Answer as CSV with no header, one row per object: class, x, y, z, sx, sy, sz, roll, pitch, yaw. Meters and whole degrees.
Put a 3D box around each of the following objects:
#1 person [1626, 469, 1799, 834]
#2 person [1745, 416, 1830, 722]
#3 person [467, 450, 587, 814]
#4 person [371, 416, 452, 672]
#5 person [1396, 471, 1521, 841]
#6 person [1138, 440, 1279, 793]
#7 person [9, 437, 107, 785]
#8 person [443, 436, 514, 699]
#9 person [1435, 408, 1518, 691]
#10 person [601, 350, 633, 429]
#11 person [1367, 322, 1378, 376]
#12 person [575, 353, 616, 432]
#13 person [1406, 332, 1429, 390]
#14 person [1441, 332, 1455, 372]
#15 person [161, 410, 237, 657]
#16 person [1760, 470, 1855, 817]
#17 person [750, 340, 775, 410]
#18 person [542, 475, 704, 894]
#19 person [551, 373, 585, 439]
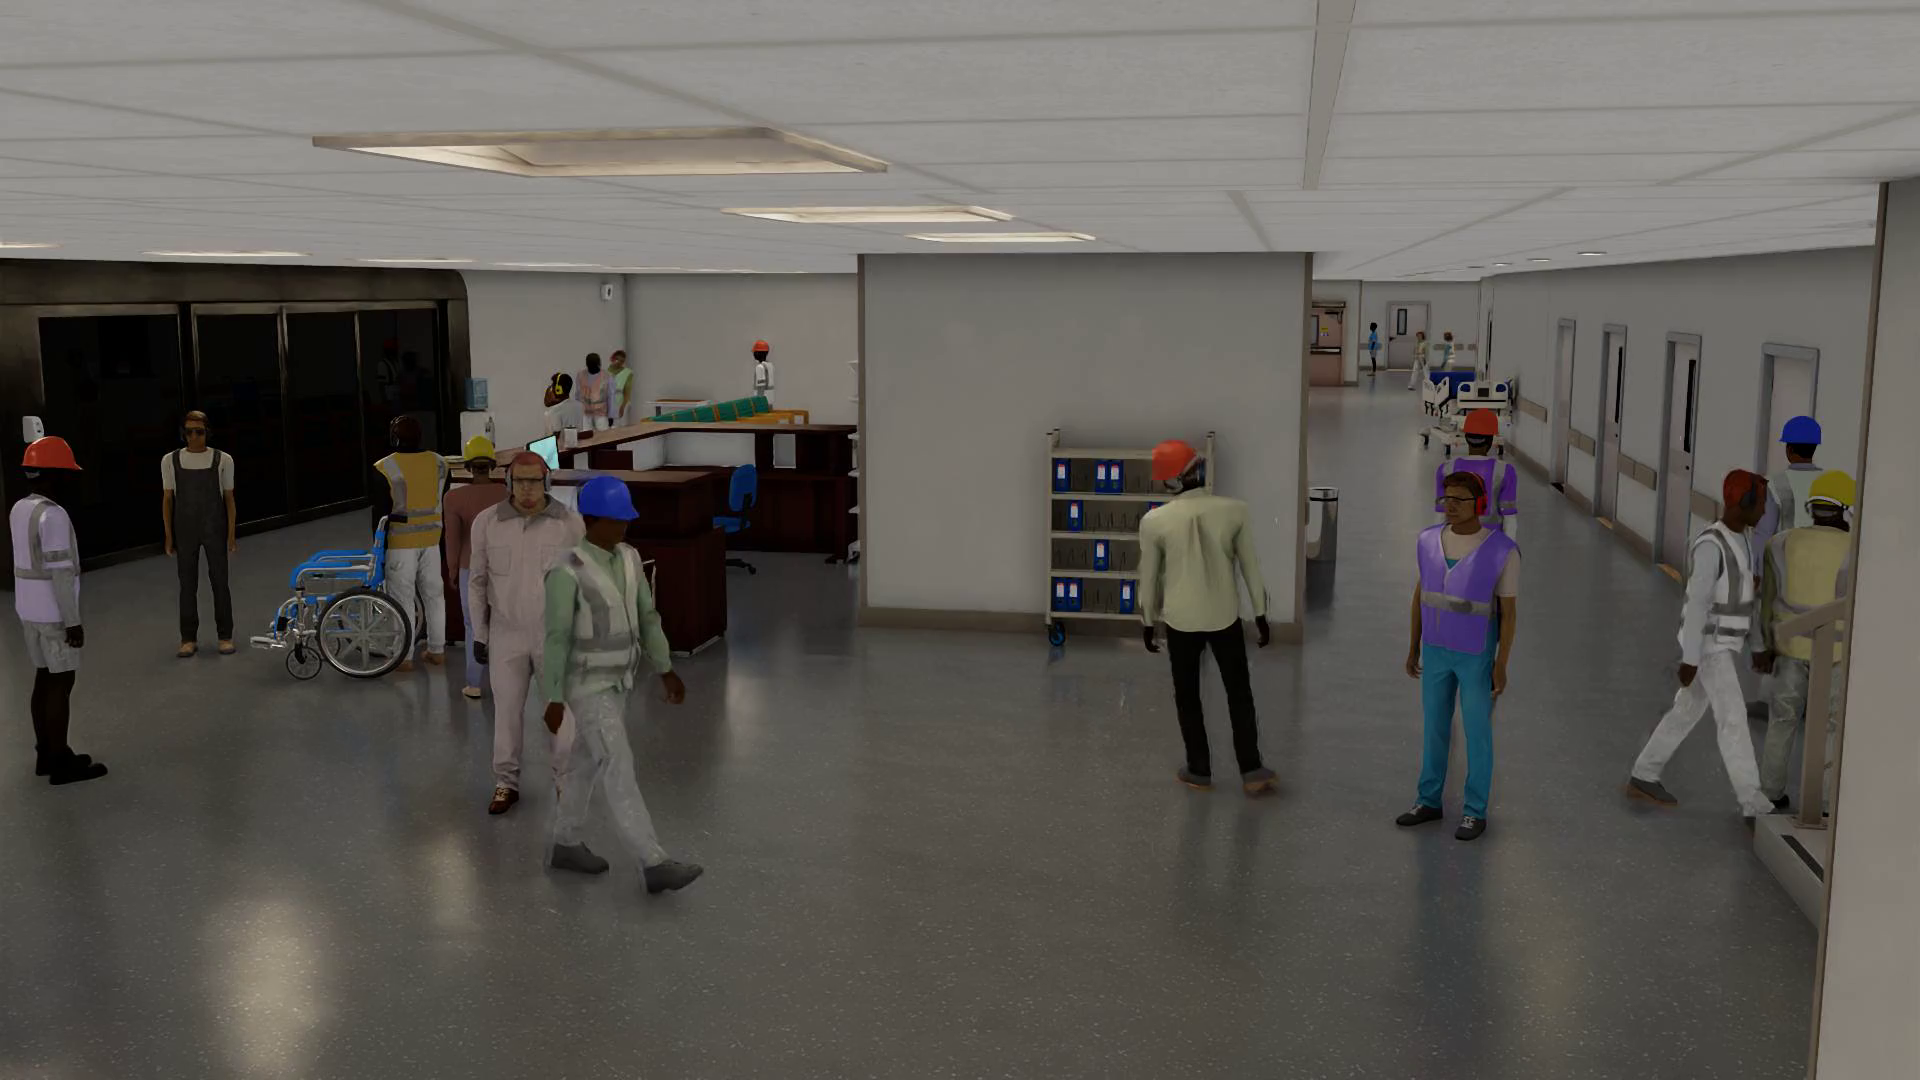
person,3.926,0.546,8.609,0.957,1.828,0.587,7,11,37
person,5.281,0.189,10.533,0.612,1.947,0.388,-1,9,-8
person,-2.248,0.481,8.735,0.643,1.908,0.411,-2,9,-10
person,-3.962,0.025,11.979,0.429,1.843,0.632,7,11,37
person,2.518,0.567,8.360,0.389,1.848,0.563,-8,12,-42
person,1.342,0.425,9.040,0.767,1.932,0.396,0,9,3
person,-5.039,0.389,9.280,0.545,1.929,0.390,8,11,41
person,-3.181,0.184,11.164,0.524,1.772,0.301,-4,9,-22
person,3.524,0.066,11.382,0.542,1.938,0.357,4,10,26
person,-5.420,-2.101,26.246,0.611,1.802,0.435,4,10,26
person,13.096,-6.046,52.738,0.319,1.697,0.532,3,9,16
person,-5.349,-1.818,24.266,0.653,1.815,0.620,1,9,7
person,12.493,-4.849,45.127,0.854,1.593,0.526,-7,11,-41
person,12.827,-4.665,43.793,0.394,1.621,0.527,4,9,24
person,-5.677,-0.049,12.442,0.508,1.847,0.345,-3,9,-20
person,4.414,0.553,8.552,0.405,1.823,0.590,-8,11,-42
person,-3.140,-2.196,26.396,0.358,1.937,0.552,2,9,13
person,-1.544,0.650,7.598,0.958,1.896,0.625,3,9,20
person,-4.168,-0.850,17.726,0.332,1.862,0.508,4,10,26
